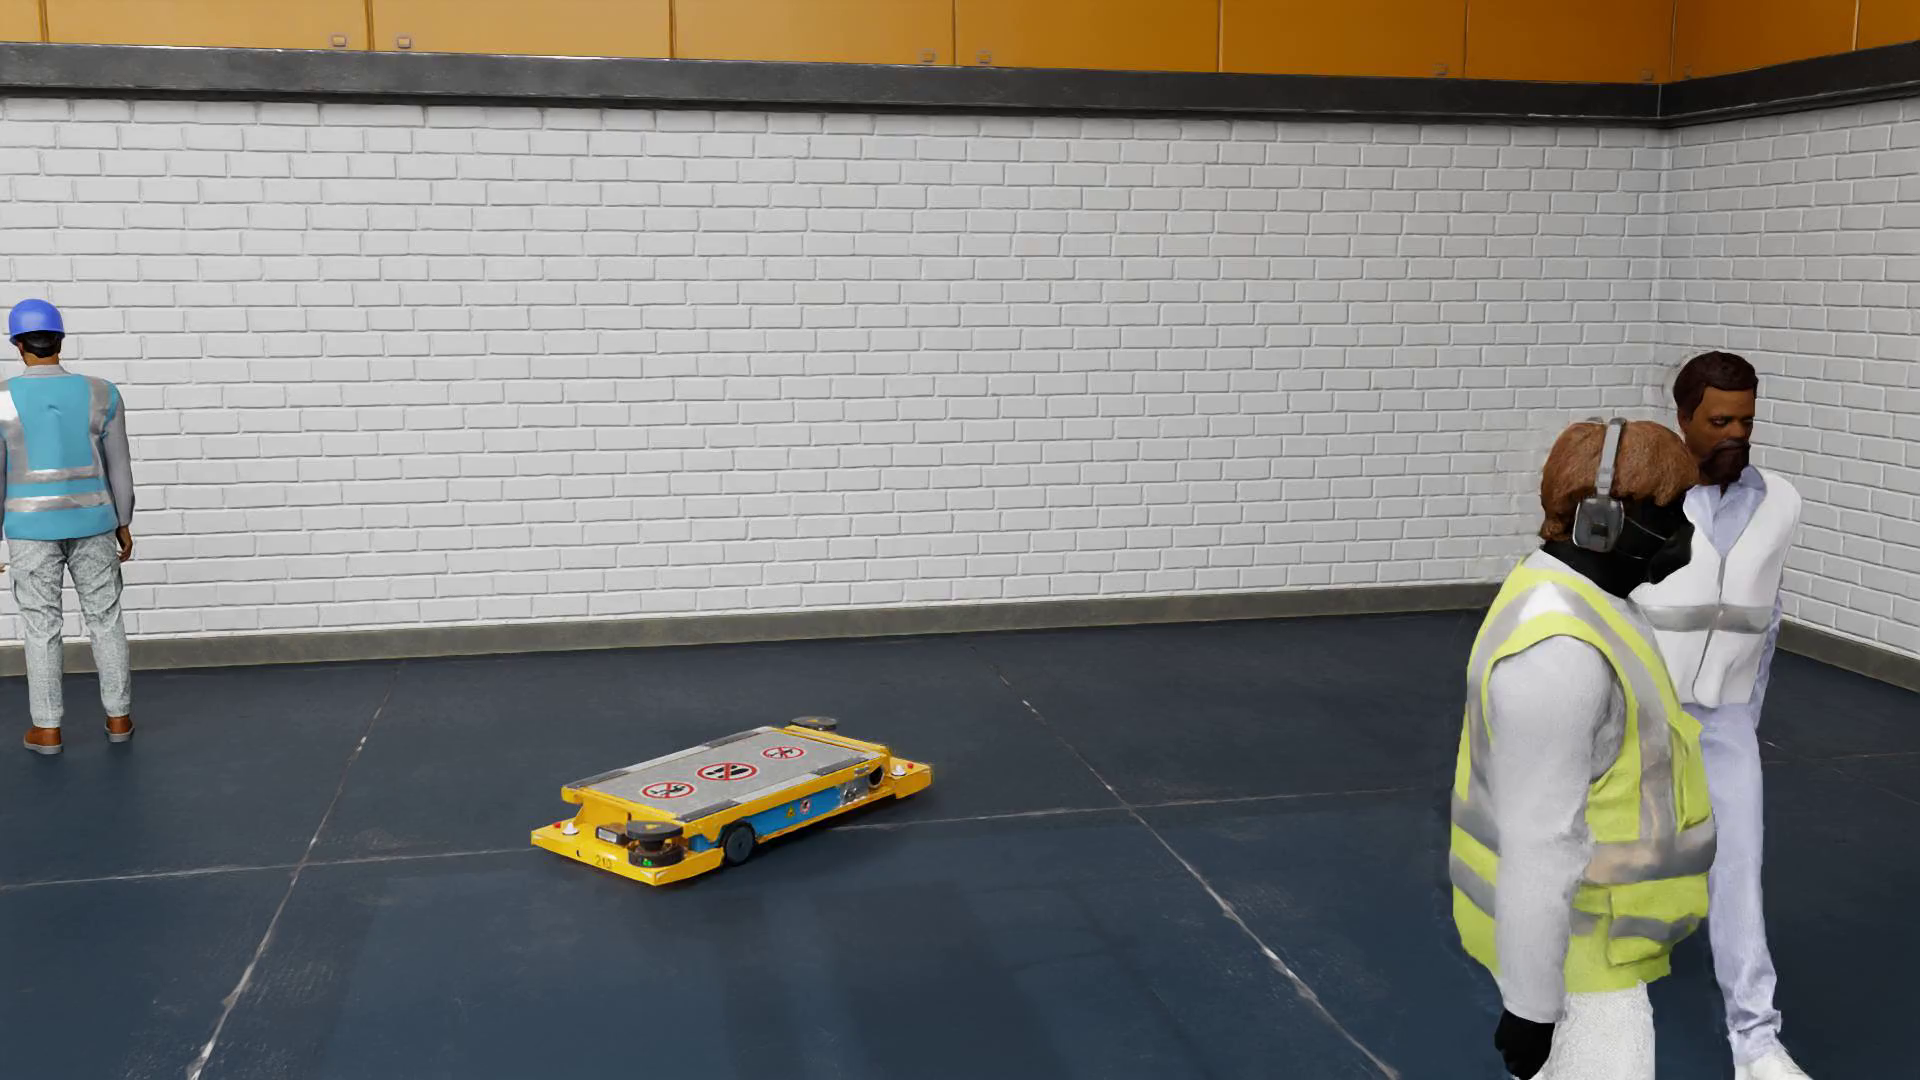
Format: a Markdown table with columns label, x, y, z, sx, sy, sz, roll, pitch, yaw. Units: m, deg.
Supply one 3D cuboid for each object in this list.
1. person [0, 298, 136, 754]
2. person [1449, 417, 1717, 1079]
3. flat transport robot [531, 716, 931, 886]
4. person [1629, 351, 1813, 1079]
| label | x | y | z | sx | sy | sz | roll | pitch | yaw |
| --- | --- | --- | --- | --- | --- | --- | --- | --- | --- |
| person | -3.860 | -0.055 | 7.127 | 0.602 | 1.938 | 0.400 | -7 | 12 | -38 |
| person | 1.029 | 0.689 | 2.936 | 0.540 | 1.825 | 0.636 | 4 | 10 | 21 |
| flat transport robot | -0.809 | 0.931 | 6.181 | 0.652 | 0.197 | 1.431 | 7 | 12 | 38 |
| person | 1.888 | 0.442 | 4.339 | 0.609 | 1.856 | 1.046 | -1 | 9 | -6 |
